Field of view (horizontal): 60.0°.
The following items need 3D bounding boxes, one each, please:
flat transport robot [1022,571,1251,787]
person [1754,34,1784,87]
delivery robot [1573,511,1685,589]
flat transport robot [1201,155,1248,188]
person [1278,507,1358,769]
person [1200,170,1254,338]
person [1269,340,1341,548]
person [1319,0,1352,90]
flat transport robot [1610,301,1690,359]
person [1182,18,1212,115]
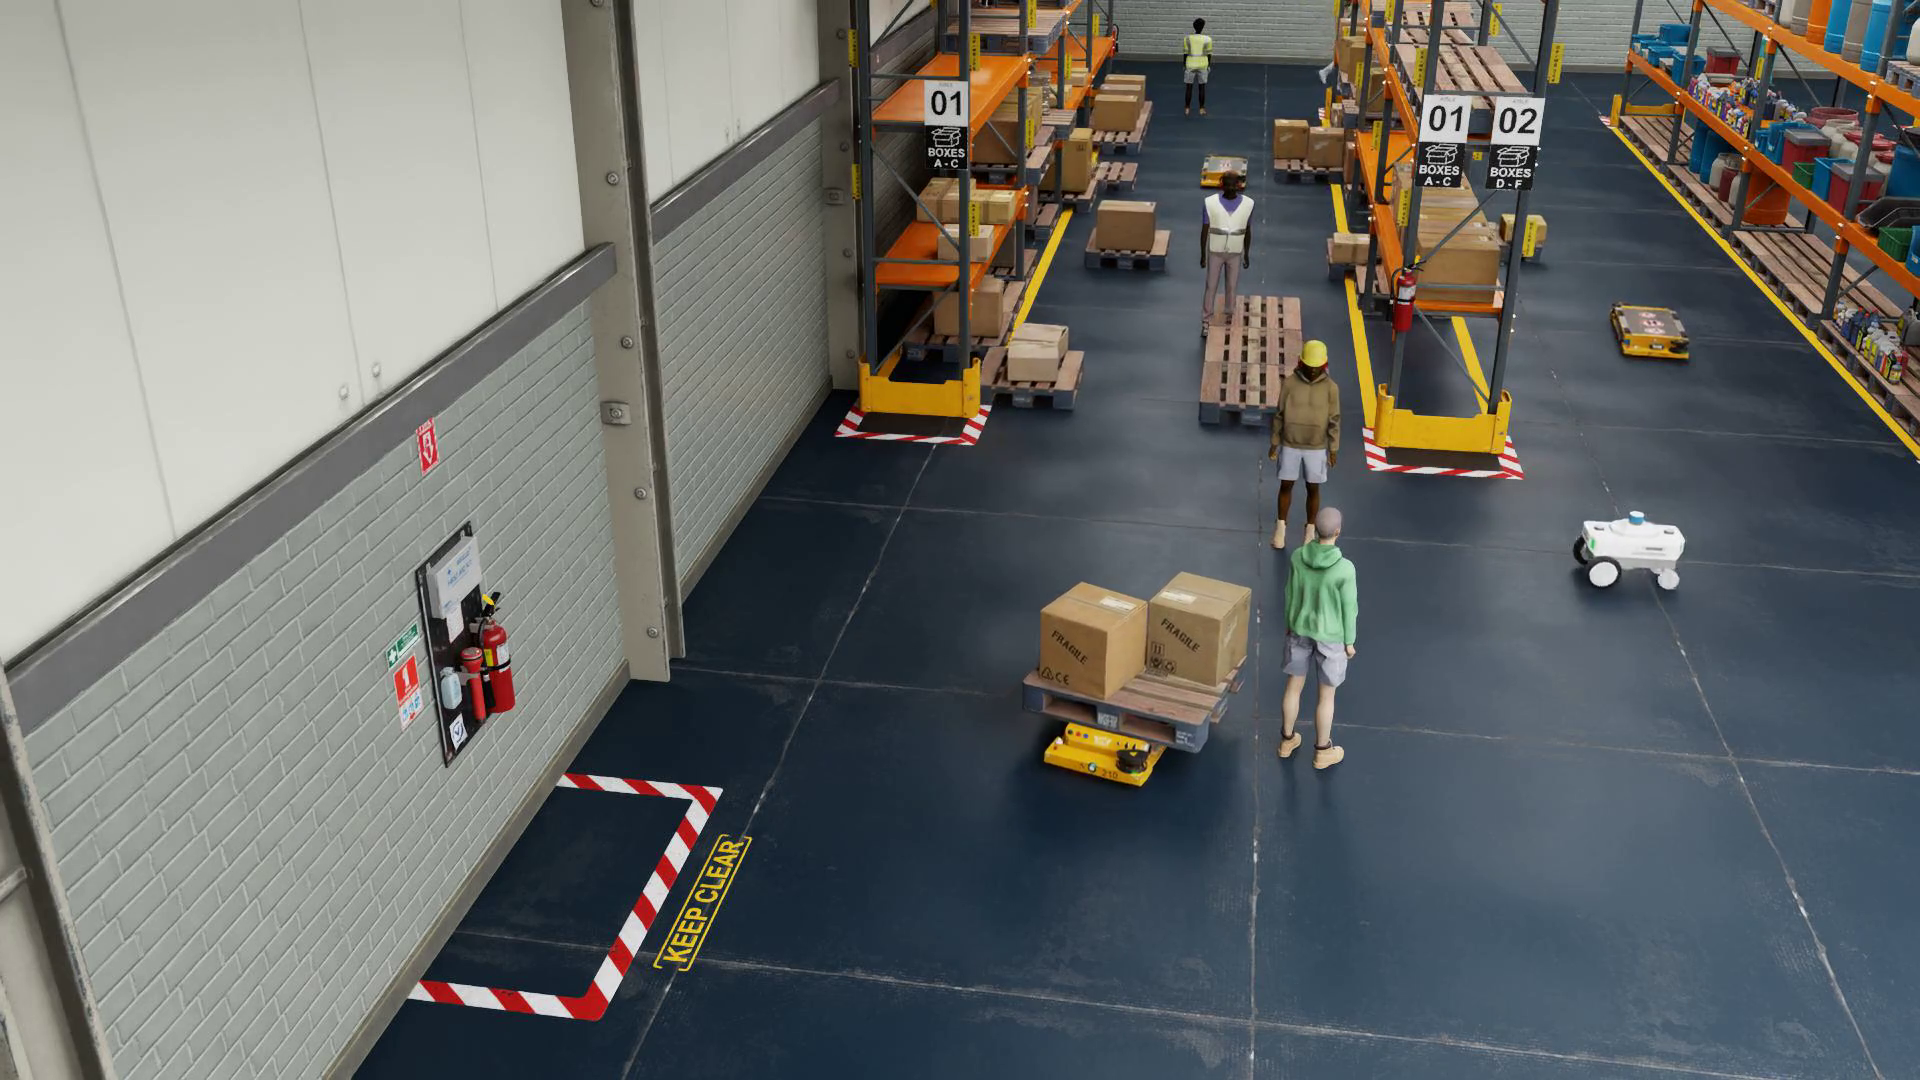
[{"bbox_3d":[1.133,1.127,10.946,0.659,0.231,1.431,12,27,23],"label":"flat transport robot"},{"bbox_3d":[15.838,-9.756,32.472,0.308,1.767,0.524,-18,31,-34],"label":"person"},{"bbox_3d":[5.166,0.068,12.876,0.775,0.596,0.499,3,25,7],"label":"delivery robot"},{"bbox_3d":[4.045,-5.625,25.397,0.659,0.231,1.431,4,25,9],"label":"flat transport robot"},{"bbox_3d":[2.214,0.609,10.313,0.472,1.743,0.343,18,30,33],"label":"person"},{"bbox_3d":[2.902,-3.137,18.210,0.565,1.846,0.390,-2,25,-3],"label":"person"},{"bbox_3d":[2.742,-0.765,13.238,0.541,1.756,0.415,7,26,15],"label":"person"},{"bbox_3d":[7.347,-9.653,32.160,0.663,1.840,0.528,12,27,23],"label":"person"},{"bbox_3d":[7.574,-2.305,18.290,0.659,0.231,1.431,6,26,13],"label":"flat transport robot"},{"bbox_3d":[4.243,-8.477,29.813,0.535,1.696,0.318,5,25,10],"label":"person"}]
